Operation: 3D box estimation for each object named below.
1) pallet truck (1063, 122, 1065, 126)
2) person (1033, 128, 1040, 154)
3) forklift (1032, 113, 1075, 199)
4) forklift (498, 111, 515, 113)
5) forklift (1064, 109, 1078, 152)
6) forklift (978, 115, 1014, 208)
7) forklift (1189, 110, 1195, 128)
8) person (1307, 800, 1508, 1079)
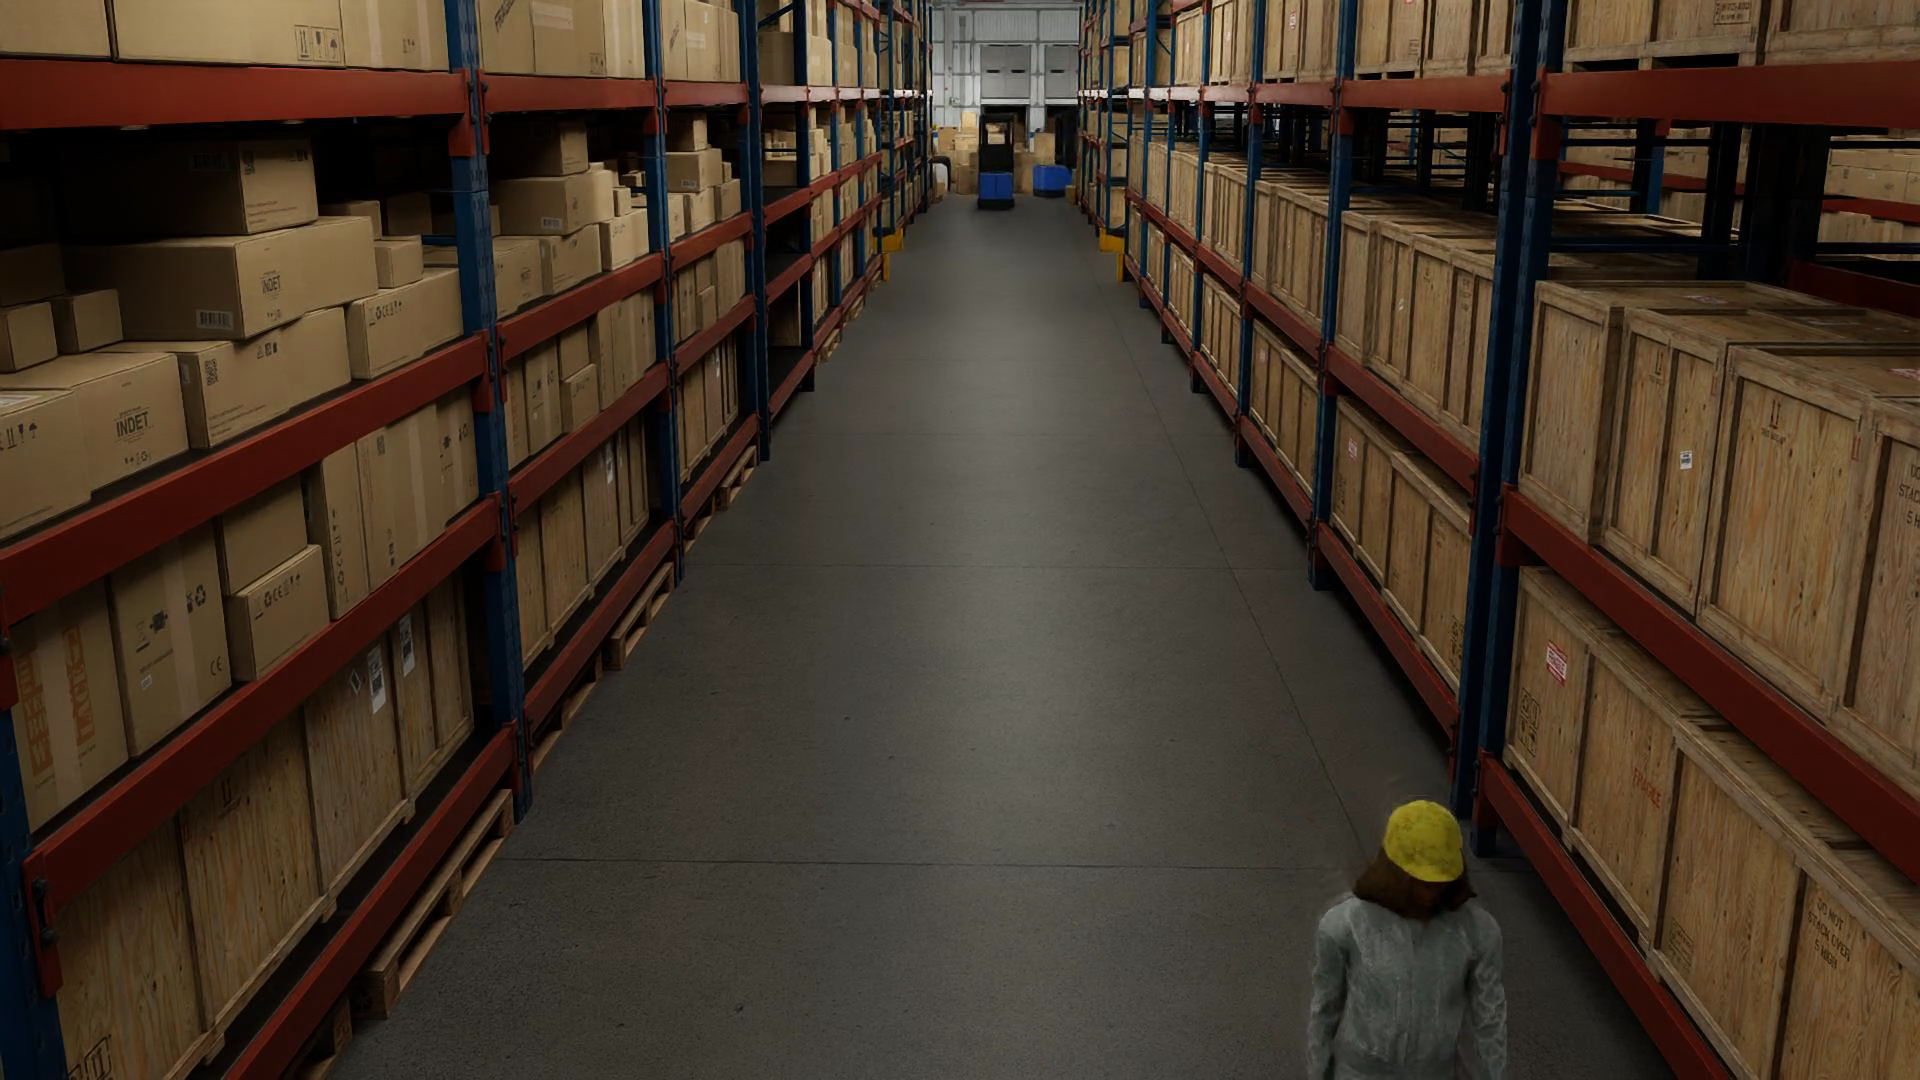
[{"bbox_3d":[5.788,-21.111,88.014,1.885,1.965,0.823,5,16,18],"label":"pallet truck"},{"bbox_3d":[3.551,-18.003,76.619,0.649,1.902,0.806,-13,20,-41],"label":"person"},{"bbox_3d":[3.481,-12.939,55.934,1.873,2.768,1.129,-7,16,-24],"label":"forklift"},{"bbox_3d":[-18.326,-16.220,68.143,1.129,2.768,1.873,0,15,1],"label":"forklift"},{"bbox_3d":[4.824,-16.912,70.716,1.873,2.768,1.129,-11,18,-34],"label":"forklift"},{"bbox_3d":[1.116,-11.687,51.273,1.129,2.768,1.873,0,15,1],"label":"forklift"},{"bbox_3d":[9.184,-15.537,65.599,1.873,2.768,1.129,0,15,2],"label":"forklift"},{"bbox_3d":[1.200,1.500,4.450,0.495,1.697,0.880,-1,15,-4],"label":"person"}]
